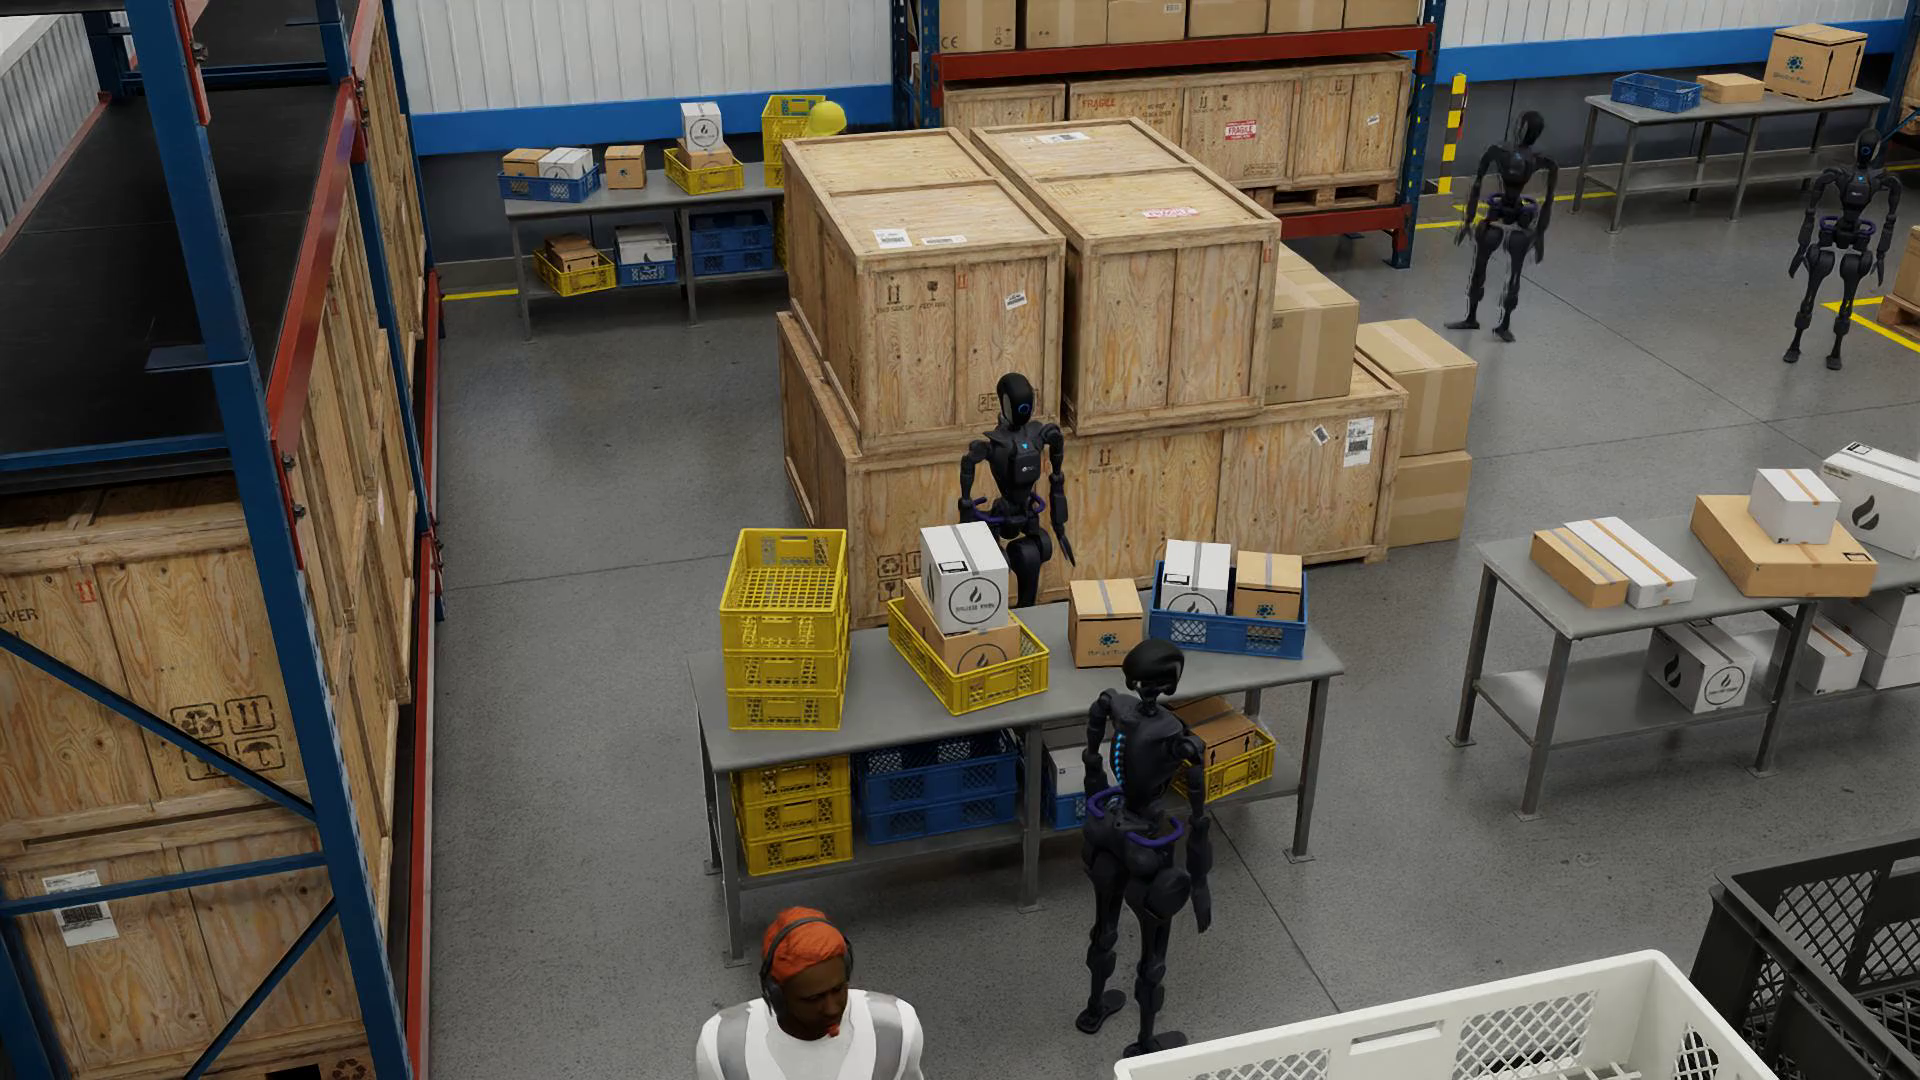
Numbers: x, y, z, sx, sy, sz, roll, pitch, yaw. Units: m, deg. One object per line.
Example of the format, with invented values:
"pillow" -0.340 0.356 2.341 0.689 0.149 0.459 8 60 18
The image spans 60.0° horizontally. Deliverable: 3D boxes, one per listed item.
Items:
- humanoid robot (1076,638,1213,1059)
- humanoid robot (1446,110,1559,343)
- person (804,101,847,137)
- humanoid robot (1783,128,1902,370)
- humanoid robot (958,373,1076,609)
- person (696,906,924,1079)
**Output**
"humanoid robot" 0.627 1.057 5.722 0.331 1.657 0.600 -22 36 -35
"humanoid robot" 3.794 -2.194 11.659 0.642 1.643 0.342 15 32 25
"person" -0.738 -1.982 11.027 0.671 1.896 0.625 -14 32 -23
"humanoid robot" 5.938 -1.954 11.201 0.578 1.650 0.339 13 31 22
"humanoid robot" 0.240 0.002 7.639 0.612 1.657 0.320 -15 32 -25
"person" -0.369 1.720 4.319 0.582 1.883 0.348 -5 29 -9
